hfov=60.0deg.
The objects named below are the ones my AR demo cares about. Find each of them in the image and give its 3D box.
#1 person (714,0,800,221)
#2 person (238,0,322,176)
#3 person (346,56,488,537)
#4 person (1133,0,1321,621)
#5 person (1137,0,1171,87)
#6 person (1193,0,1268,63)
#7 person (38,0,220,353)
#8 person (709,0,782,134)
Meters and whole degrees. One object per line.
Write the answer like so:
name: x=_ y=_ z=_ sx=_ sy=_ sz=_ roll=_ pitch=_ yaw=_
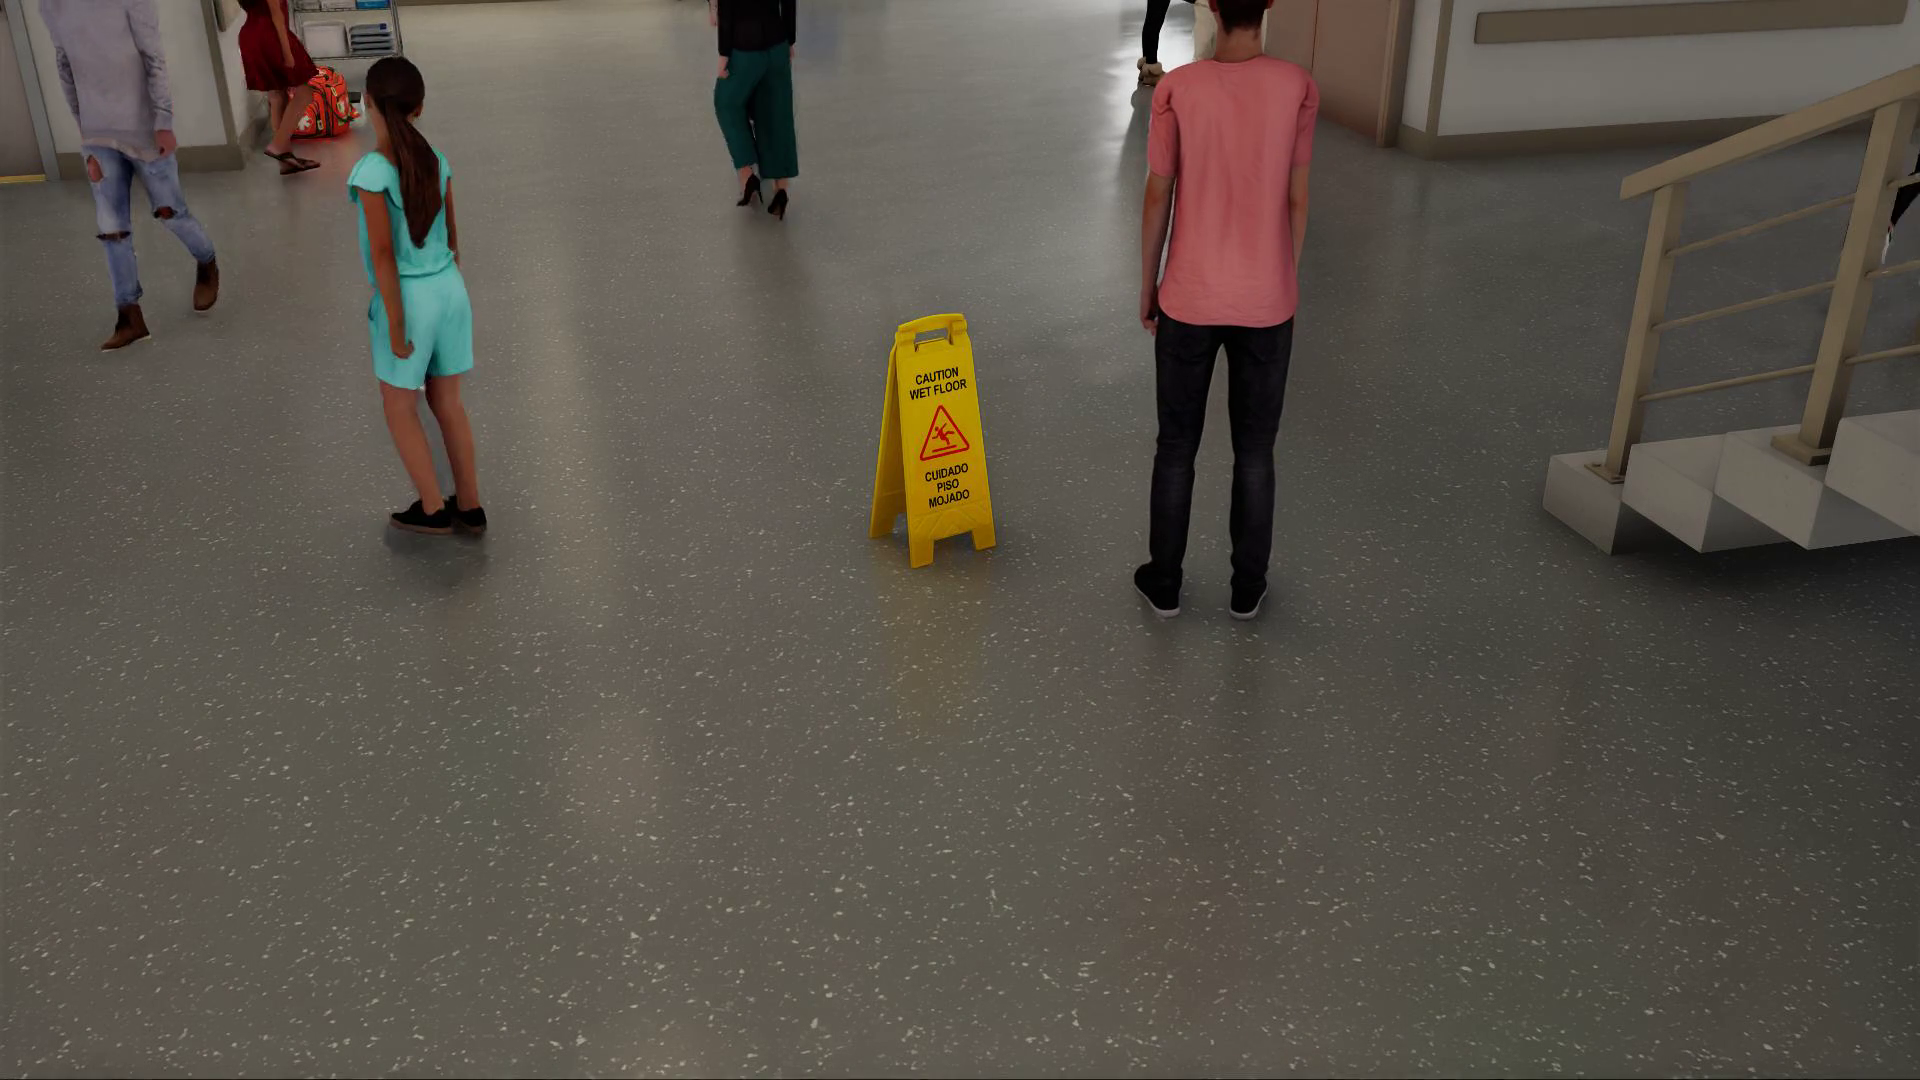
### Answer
person: x=-1.047 y=-2.563 z=8.913 sx=0.734 sy=1.729 sz=0.770 roll=-14 pitch=29 yaw=-27
person: x=-4.188 y=-2.941 z=9.926 sx=0.782 sy=1.529 sz=0.729 roll=-23 pitch=34 yaw=-39
person: x=-1.716 y=-0.731 z=5.349 sx=0.750 sy=1.525 sz=0.700 roll=10 pitch=28 yaw=20
person: x=0.759 y=-0.689 z=4.762 sx=0.684 sy=1.959 sz=0.659 roll=2 pitch=26 yaw=4
person: x=1.519 y=-4.337 z=12.674 sx=0.711 sy=1.657 sz=0.584 roll=0 pitch=26 yaw=0
person: x=1.518 y=-2.591 z=9.311 sx=0.692 sy=1.433 sz=0.864 roll=-1 pitch=26 yaw=-2
person: x=-3.565 y=-1.789 z=7.215 sx=0.928 sy=1.811 sz=1.225 roll=1 pitch=26 yaw=2
person: x=-1.428 y=-3.607 z=11.121 sx=0.830 sy=1.692 sz=1.212 roll=0 pitch=26 yaw=1
